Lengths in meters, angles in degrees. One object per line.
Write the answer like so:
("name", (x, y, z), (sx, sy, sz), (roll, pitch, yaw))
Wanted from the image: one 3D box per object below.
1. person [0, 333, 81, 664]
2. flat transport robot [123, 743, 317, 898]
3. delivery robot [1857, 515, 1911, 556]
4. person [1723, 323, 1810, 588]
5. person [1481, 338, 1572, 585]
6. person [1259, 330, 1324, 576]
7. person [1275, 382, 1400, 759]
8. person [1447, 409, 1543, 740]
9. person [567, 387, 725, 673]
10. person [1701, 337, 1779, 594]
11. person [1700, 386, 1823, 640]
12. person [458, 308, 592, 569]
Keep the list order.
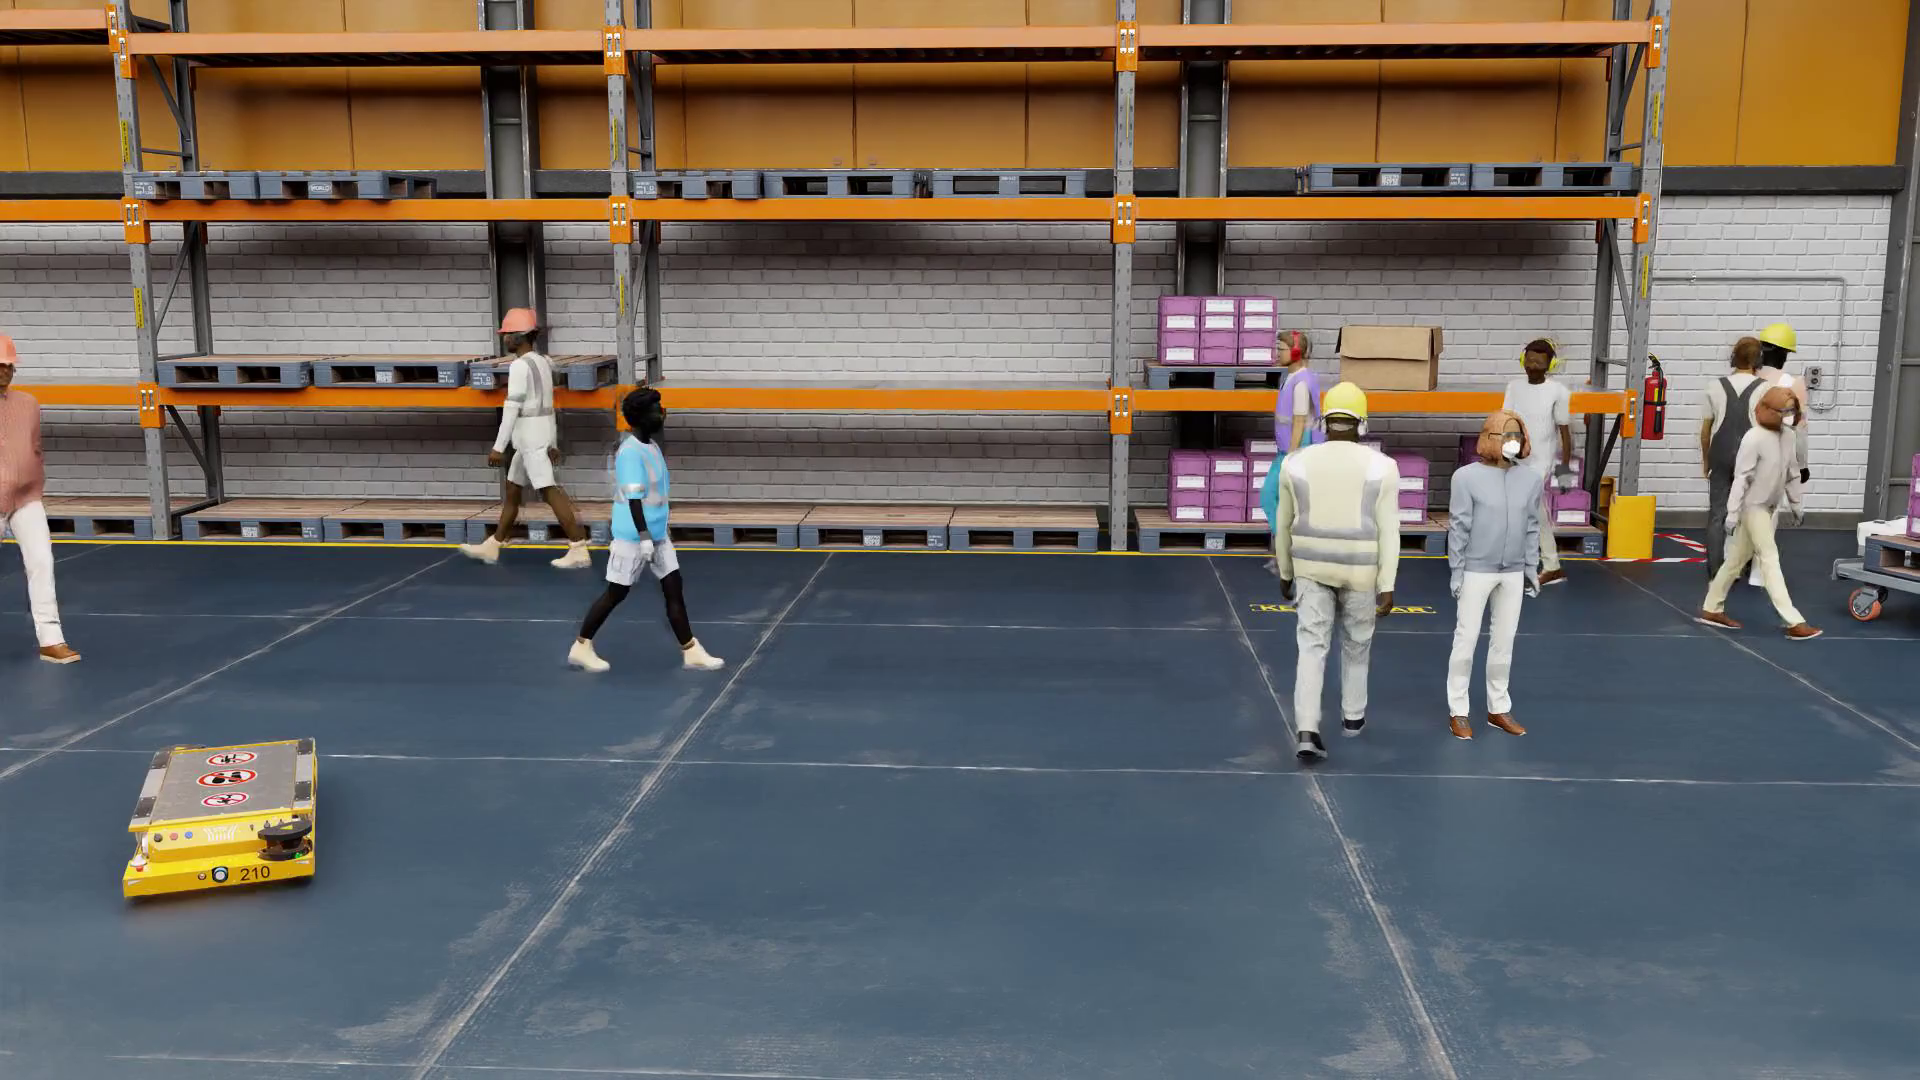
("person", (-5.676, -0.251, 9.768), (0.970, 1.959, 0.632), (5, 11, 25))
("flat transport robot", (-2.998, 1.090, 6.830), (0.652, 0.197, 1.431), (-4, 10, -20))
("delivery robot", (6.904, 0.010, 12.052), (0.477, 0.478, 0.707), (-5, 11, -30))
("person", (5.744, -0.592, 11.888), (0.406, 1.906, 0.595), (-6, 11, -30))
("person", (3.996, -0.523, 11.787), (1.021, 1.800, 0.554), (-5, 11, -26))
("person", (2.429, -0.631, 12.335), (0.531, 1.828, 0.595), (0, 10, 2))
("person", (1.797, 0.139, 7.982), (0.599, 1.791, 0.912), (3, 10, 19))
("person", (2.644, 0.168, 8.239), (0.498, 1.636, 0.286), (-2, 10, -14))
("person", (-1.840, -0.051, 9.472), (0.885, 1.653, 0.543), (1, 10, 8))
("person", (5.590, -0.548, 11.909), (0.521, 1.800, 0.967), (7, 12, 35))
("person", (5.043, -0.172, 10.370), (0.580, 1.573, 0.813), (-8, 12, -39))
("person", (-3.312, -0.754, 12.633), (1.065, 1.988, 0.616), (0, 10, -2))
